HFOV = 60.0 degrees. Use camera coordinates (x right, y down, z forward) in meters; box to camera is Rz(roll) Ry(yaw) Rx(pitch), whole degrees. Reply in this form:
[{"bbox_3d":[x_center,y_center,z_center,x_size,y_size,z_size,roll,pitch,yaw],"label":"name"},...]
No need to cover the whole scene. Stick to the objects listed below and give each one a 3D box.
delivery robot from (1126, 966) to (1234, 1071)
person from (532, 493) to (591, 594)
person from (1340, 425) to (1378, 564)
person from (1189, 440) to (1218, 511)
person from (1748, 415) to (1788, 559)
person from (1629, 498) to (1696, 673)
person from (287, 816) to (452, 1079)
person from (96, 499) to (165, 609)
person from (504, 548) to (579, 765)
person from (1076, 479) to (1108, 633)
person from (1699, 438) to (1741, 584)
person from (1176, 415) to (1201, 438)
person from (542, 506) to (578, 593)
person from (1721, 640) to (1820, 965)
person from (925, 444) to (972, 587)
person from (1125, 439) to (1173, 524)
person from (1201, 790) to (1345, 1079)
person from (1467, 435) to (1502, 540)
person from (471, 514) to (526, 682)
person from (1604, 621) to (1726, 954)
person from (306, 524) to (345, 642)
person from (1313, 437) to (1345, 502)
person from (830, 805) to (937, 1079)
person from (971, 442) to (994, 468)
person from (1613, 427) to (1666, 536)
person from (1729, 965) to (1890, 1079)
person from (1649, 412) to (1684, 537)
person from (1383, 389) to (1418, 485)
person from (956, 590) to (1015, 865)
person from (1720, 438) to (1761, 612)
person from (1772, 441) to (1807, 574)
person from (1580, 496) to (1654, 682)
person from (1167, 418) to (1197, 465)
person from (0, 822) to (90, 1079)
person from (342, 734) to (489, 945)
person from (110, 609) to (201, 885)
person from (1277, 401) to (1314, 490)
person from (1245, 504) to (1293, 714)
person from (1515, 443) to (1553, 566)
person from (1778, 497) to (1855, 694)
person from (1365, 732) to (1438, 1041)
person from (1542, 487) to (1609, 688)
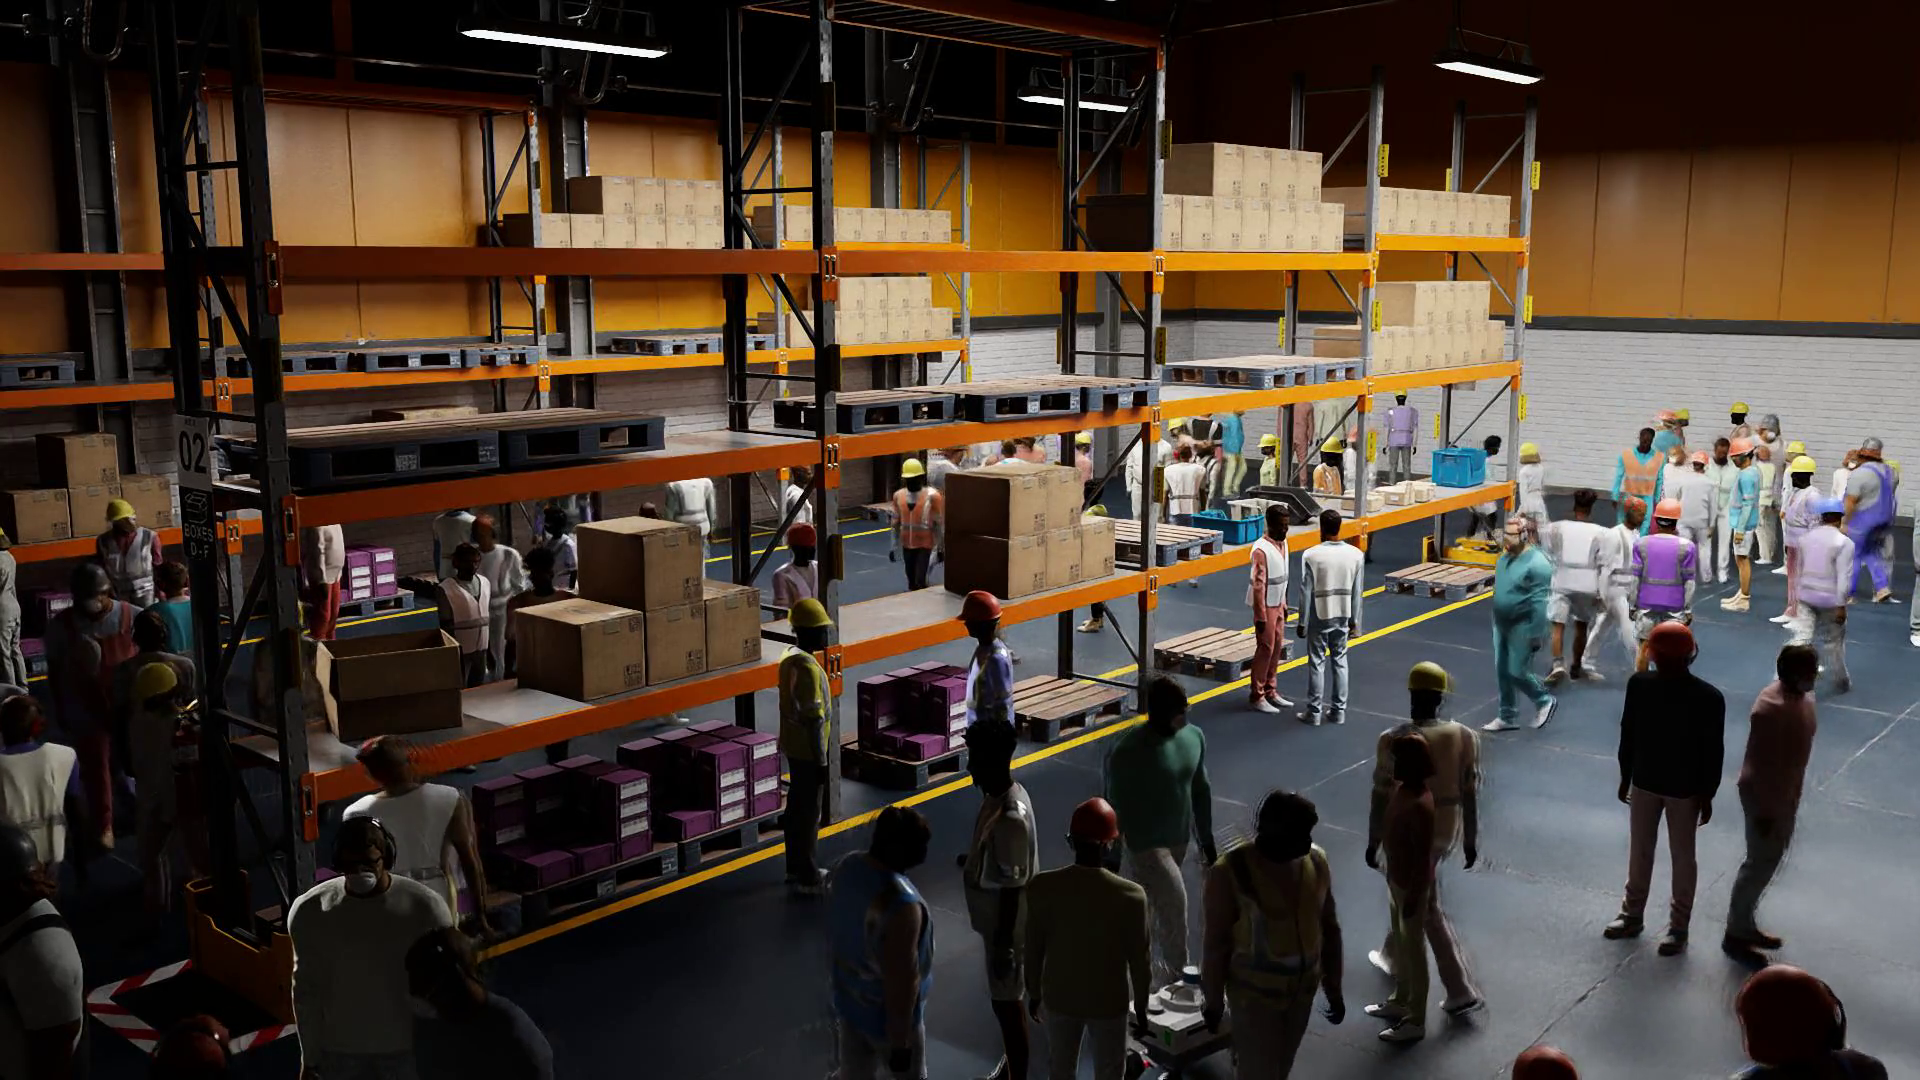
[{"bbox_3d":[1.156,2.370,8.286,0.707,0.478,0.477,-8,12,-38],"label":"delivery robot"},{"bbox_3d":[-4.579,-0.128,19.249,0.628,1.992,1.089,2,10,10],"label":"person"},{"bbox_3d":[5.262,-0.581,22.158,0.873,1.891,0.565,-9,13,-43],"label":"person"},{"bbox_3d":[3.325,-0.597,23.104,0.532,1.606,0.645,8,12,40],"label":"person"},{"bbox_3d":[11.098,-0.799,23.055,0.698,2.000,1.013,2,10,14],"label":"person"},{"bbox_3d":[6.382,0.577,15.143,0.552,1.937,0.356,5,11,26],"label":"person"},{"bbox_3d":[-2.320,2.013,6.618,0.623,1.932,0.368,-1,10,-3],"label":"person"},{"bbox_3d":[-7.963,0.498,15.993,0.600,1.818,0.406,-2,10,-13],"label":"person"},{"bbox_3d":[-3.131,1.023,12.508,0.621,1.922,0.911,0,10,3],"label":"person"},{"bbox_3d":[1.462,0.171,18.292,0.318,1.697,0.533,3,10,19],"label":"person"},{"bbox_3d":[9.680,-0.400,21.290,0.614,1.844,0.974,3,10,16],"label":"person"},{"bbox_3d":[3.899,-1.574,28.291,0.513,1.848,0.672,3,10,16],"label":"person"},{"bbox_3d":[-3.922,0.507,16.282,0.316,1.695,0.542,-9,13,-42],"label":"person"},{"bbox_3d":[4.726,1.504,9.668,0.705,1.919,0.418,-9,13,-44],"label":"person"},{"bbox_3d":[-0.167,-0.327,20.239,0.736,2.000,0.704,1,10,6],"label":"person"},{"bbox_3d":[2.593,-0.717,22.966,0.649,1.907,0.409,3,10,15],"label":"person"},{"bbox_3d":[1.420,1.991,7.119,0.650,1.798,0.790,-5,11,-26],"label":"person"},{"bbox_3d":[7.368,-0.623,23.078,0.695,1.665,0.551,3,10,19],"label":"person"},{"bbox_3d":[-4.170,0.649,14.977,0.590,1.856,0.693,1,10,3],"label":"person"},{"bbox_3d":[4.167,1.445,9.831,0.408,1.982,0.612,-8,12,-39],"label":"person"},{"bbox_3d":[-6.183,0.359,16.340,0.429,1.984,0.613,0,10,0],"label":"person"},{"bbox_3d":[4.523,-0.304,20.436,0.369,1.927,0.589,5,11,29],"label":"person"},{"bbox_3d":[-0.415,2.005,7.082,0.811,1.800,0.638,-6,11,-32],"label":"person"},{"bbox_3d":[0.375,-0.940,24.275,0.421,1.907,0.604,-2,10,-13],"label":"person"},{"bbox_3d":[9.127,-0.608,22.409,0.621,1.888,0.705,3,10,16],"label":"person"},{"bbox_3d":[2.605,2.247,5.047,0.677,1.984,0.471,-3,10,-20],"label":"person"},{"bbox_3d":[9.978,-0.834,23.526,0.716,1.955,0.474,-5,11,-28],"label":"person"},{"bbox_3d":[7.547,-1.655,28.530,0.585,1.918,0.381,1,10,9],"label":"person"},{"bbox_3d":[0.170,1.281,10.956,0.375,1.934,0.547,-2,10,-10],"label":"person"},{"bbox_3d":[9.082,-0.178,19.379,0.406,2.030,0.611,5,11,29],"label":"person"},{"bbox_3d":[10.844,-0.420,21.681,0.493,1.743,0.310,-7,12,-34],"label":"person"},{"bbox_3d":[6.394,0.503,15.889,1.005,1.830,0.594,8,13,41],"label":"person"},{"bbox_3d":[3.409,-0.991,25.152,0.576,1.713,0.548,-4,10,-24],"label":"person"},{"bbox_3d":[-3.522,2.030,6.167,0.539,2.000,0.689,-8,12,-38],"label":"person"},{"bbox_3d":[-2.569,1.833,8.067,0.747,1.804,0.403,-1,10,-8],"label":"person"},{"bbox_3d":[-5.196,1.357,10.805,0.505,1.839,0.344,-2,10,-13],"label":"person"},{"bbox_3d":[5.975,-1.832,29.632,0.644,1.905,0.400,2,10,13],"label":"person"},{"bbox_3d":[2.791,0.612,15.035,0.405,1.908,0.601,6,11,30],"label":"person"},{"bbox_3d":[7.516,-0.436,21.942,0.498,1.685,0.941,-4,10,-25],"label":"person"},{"bbox_3d":[8.023,0.548,15.519,0.960,1.879,0.646,-4,10,-22],"label":"person"},{"bbox_3d":[2.336,1.801,8.735,0.280,1.636,0.500,0,10,1],"label":"person"},{"bbox_3d":[5.868,0.467,15.881,0.619,1.921,0.820,3,10,19],"label":"person"}]
